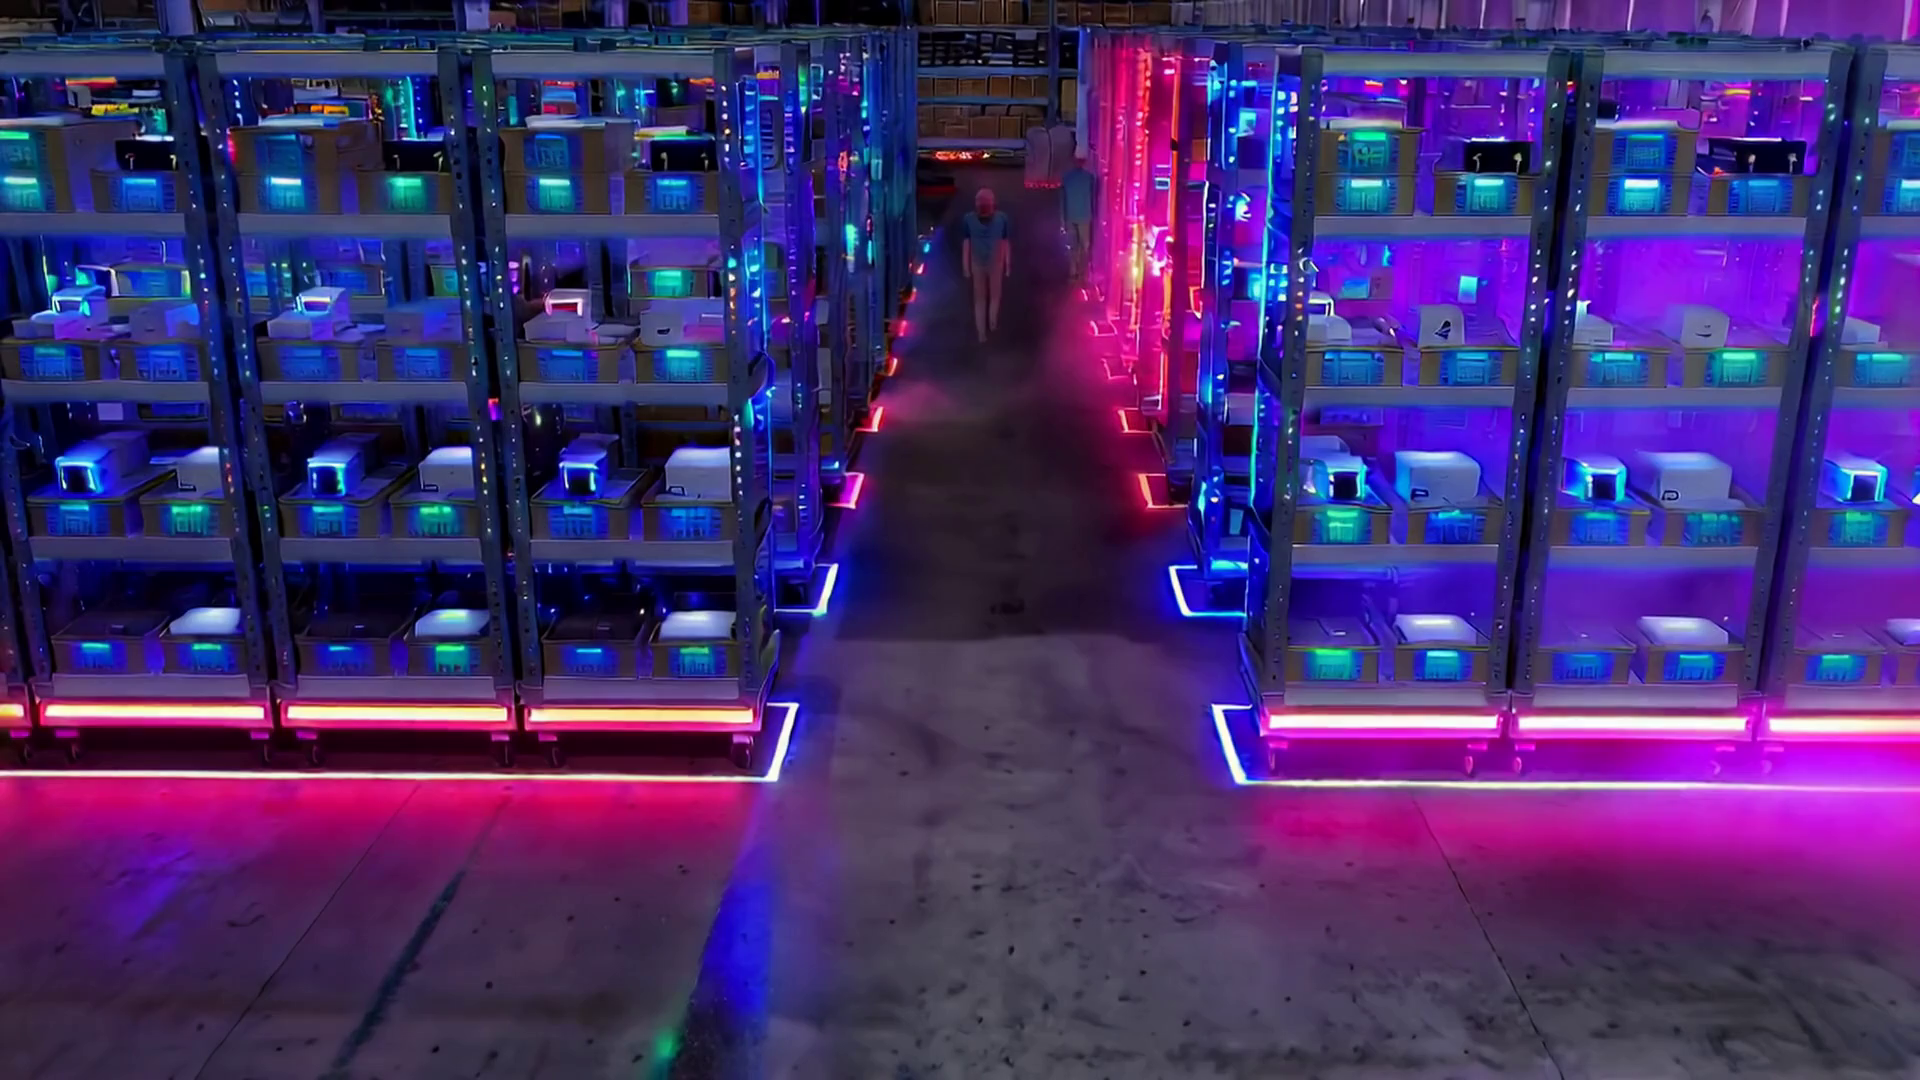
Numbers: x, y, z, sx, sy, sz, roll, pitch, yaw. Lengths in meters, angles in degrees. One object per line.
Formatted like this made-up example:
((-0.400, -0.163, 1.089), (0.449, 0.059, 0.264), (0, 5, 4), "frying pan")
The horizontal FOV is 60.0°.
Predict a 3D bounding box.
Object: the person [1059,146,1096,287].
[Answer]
((1.727, -4.643, 23.891), (0.623, 1.992, 0.396), (9, 20, 27), "person")

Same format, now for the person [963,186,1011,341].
((0.320, -3.344, 20.015), (0.579, 1.833, 0.607), (0, 17, -1), "person")
